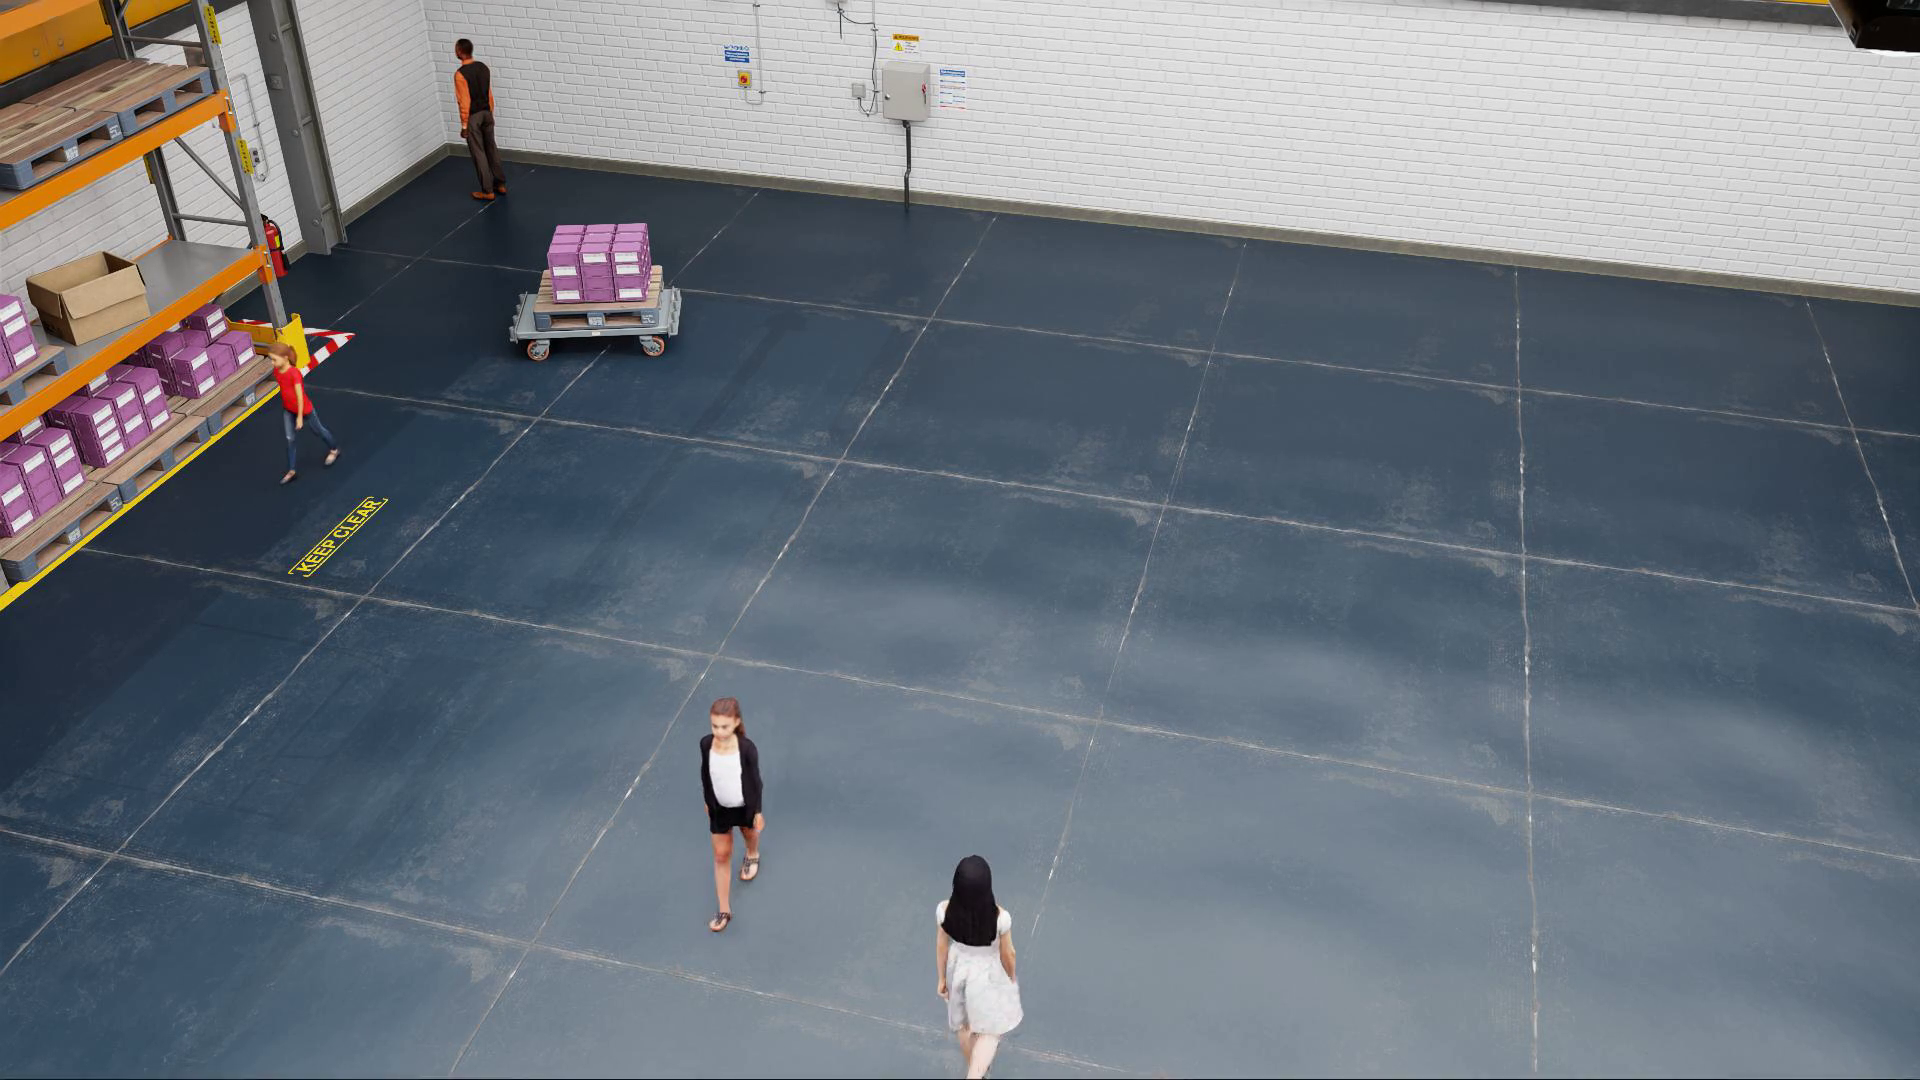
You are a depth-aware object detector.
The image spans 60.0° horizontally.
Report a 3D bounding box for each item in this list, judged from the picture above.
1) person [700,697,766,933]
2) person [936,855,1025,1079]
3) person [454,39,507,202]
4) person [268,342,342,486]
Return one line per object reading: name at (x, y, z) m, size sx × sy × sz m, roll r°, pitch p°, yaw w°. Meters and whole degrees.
person at (-1.364, 1.566, 10.233) m, size 0.649 × 1.517 × 1.049 m, roll 3°, pitch 34°, yaw 5°
person at (0.065, 2.411, 8.746) m, size 0.628 × 1.755 × 0.908 m, roll 10°, pitch 35°, yaw 14°
person at (-5.723, -4.998, 19.756) m, size 0.826 × 1.908 × 0.653 m, roll 18°, pitch 38°, yaw 26°
person at (-5.729, -1.168, 14.561) m, size 0.540 × 1.279 × 0.909 m, roll 12°, pitch 36°, yaw 18°
